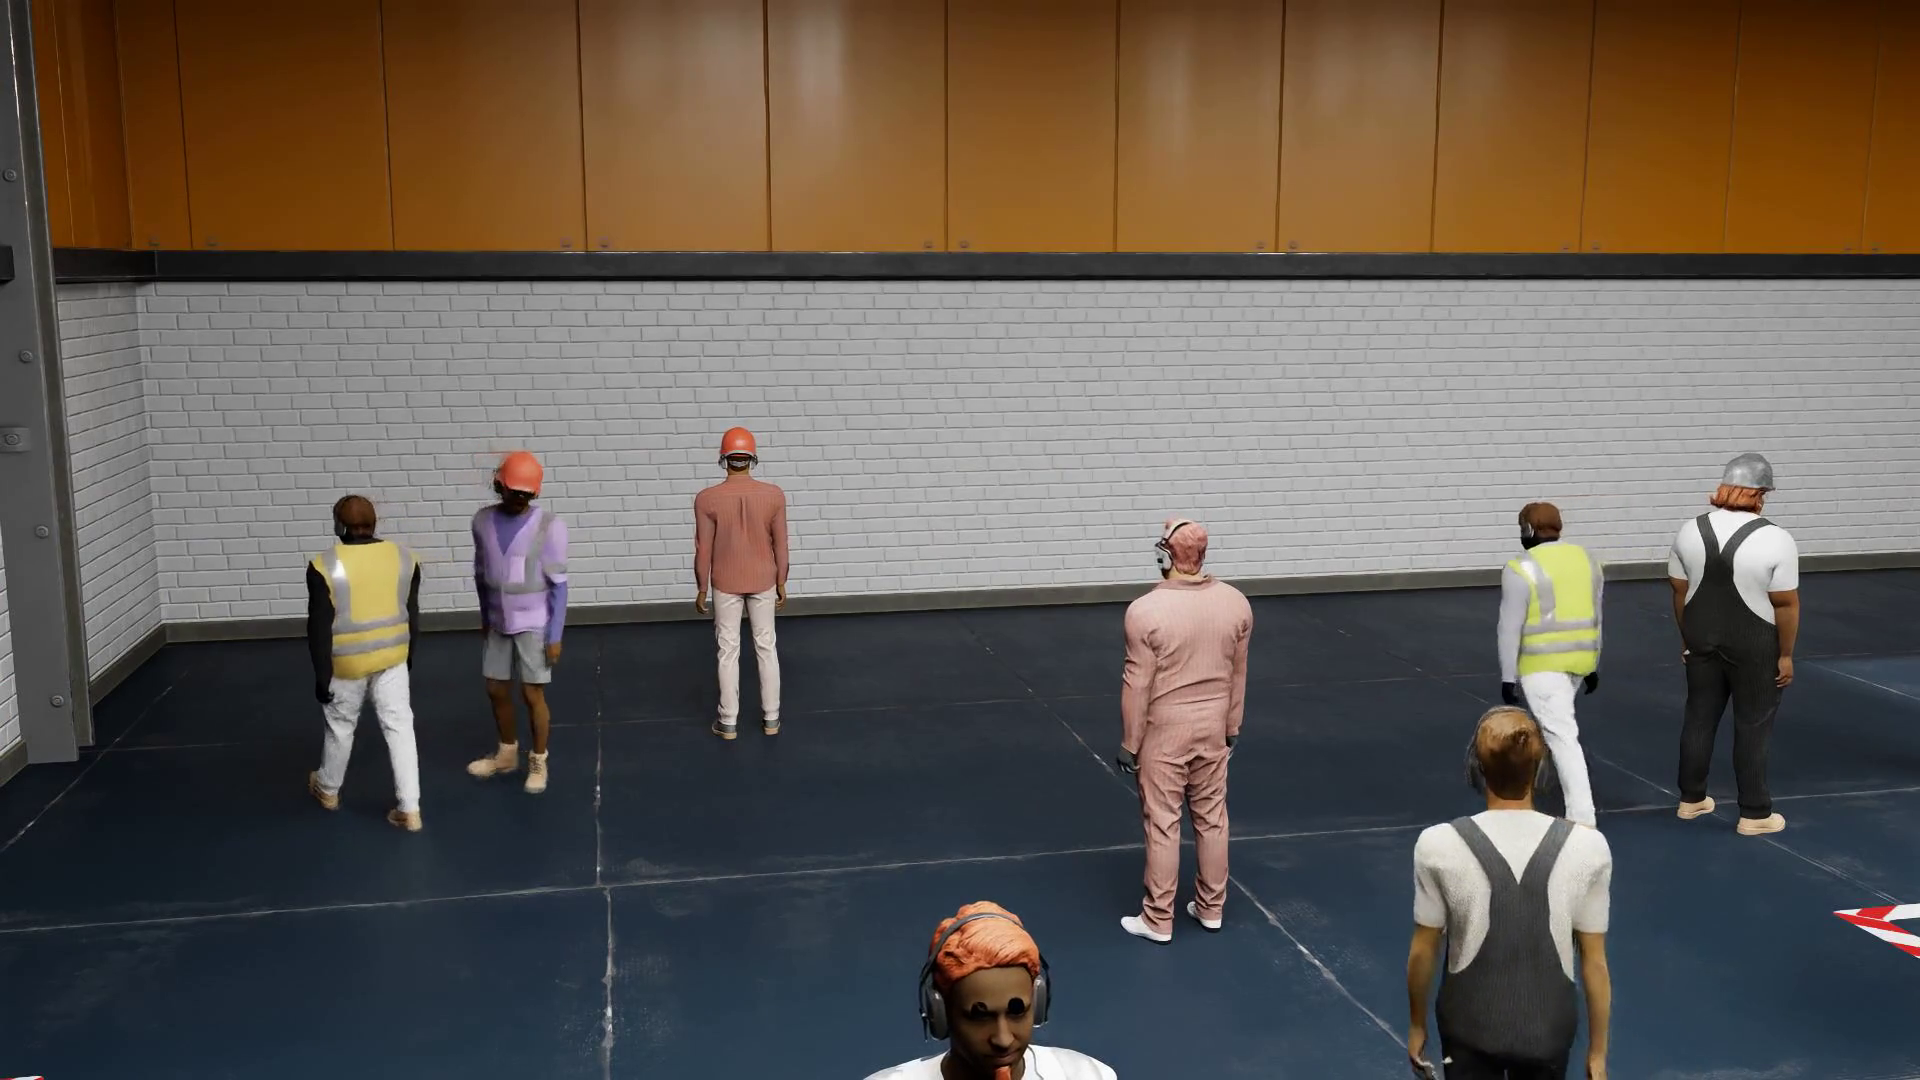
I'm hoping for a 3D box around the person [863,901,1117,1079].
[{"bbox_3d":[0.038,1.578,3.045,0.575,1.882,0.355,-4,10,-21],"label":"person"}]

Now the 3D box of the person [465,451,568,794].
[{"bbox_3d":[-2.523,0.469,9.469,0.707,1.993,0.529,4,10,20],"label":"person"}]

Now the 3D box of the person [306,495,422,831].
[{"bbox_3d":[-3.242,0.643,9.018,0.654,1.786,0.974,-8,13,-42],"label":"person"}]

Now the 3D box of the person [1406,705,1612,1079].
[{"bbox_3d":[1.489,1.347,4.581,0.520,1.831,0.537,2,9,9],"label":"person"}]

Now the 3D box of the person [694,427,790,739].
[{"bbox_3d":[-1.394,0.276,10.630,0.610,1.996,0.379,-3,10,-19],"label":"person"}]

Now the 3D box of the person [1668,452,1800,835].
[{"bbox_3d":[4.176,0.536,8.913,0.538,2.000,0.683,-7,12,-36],"label":"person"}]

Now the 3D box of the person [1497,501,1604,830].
[{"bbox_3d":[3.170,0.678,9.004,0.639,1.740,1.112,-4,10,-24],"label":"person"}]

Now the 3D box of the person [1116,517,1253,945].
[{"bbox_3d":[0.974,0.845,7.422,0.643,1.913,0.411,-5,10,-27],"label":"person"}]
